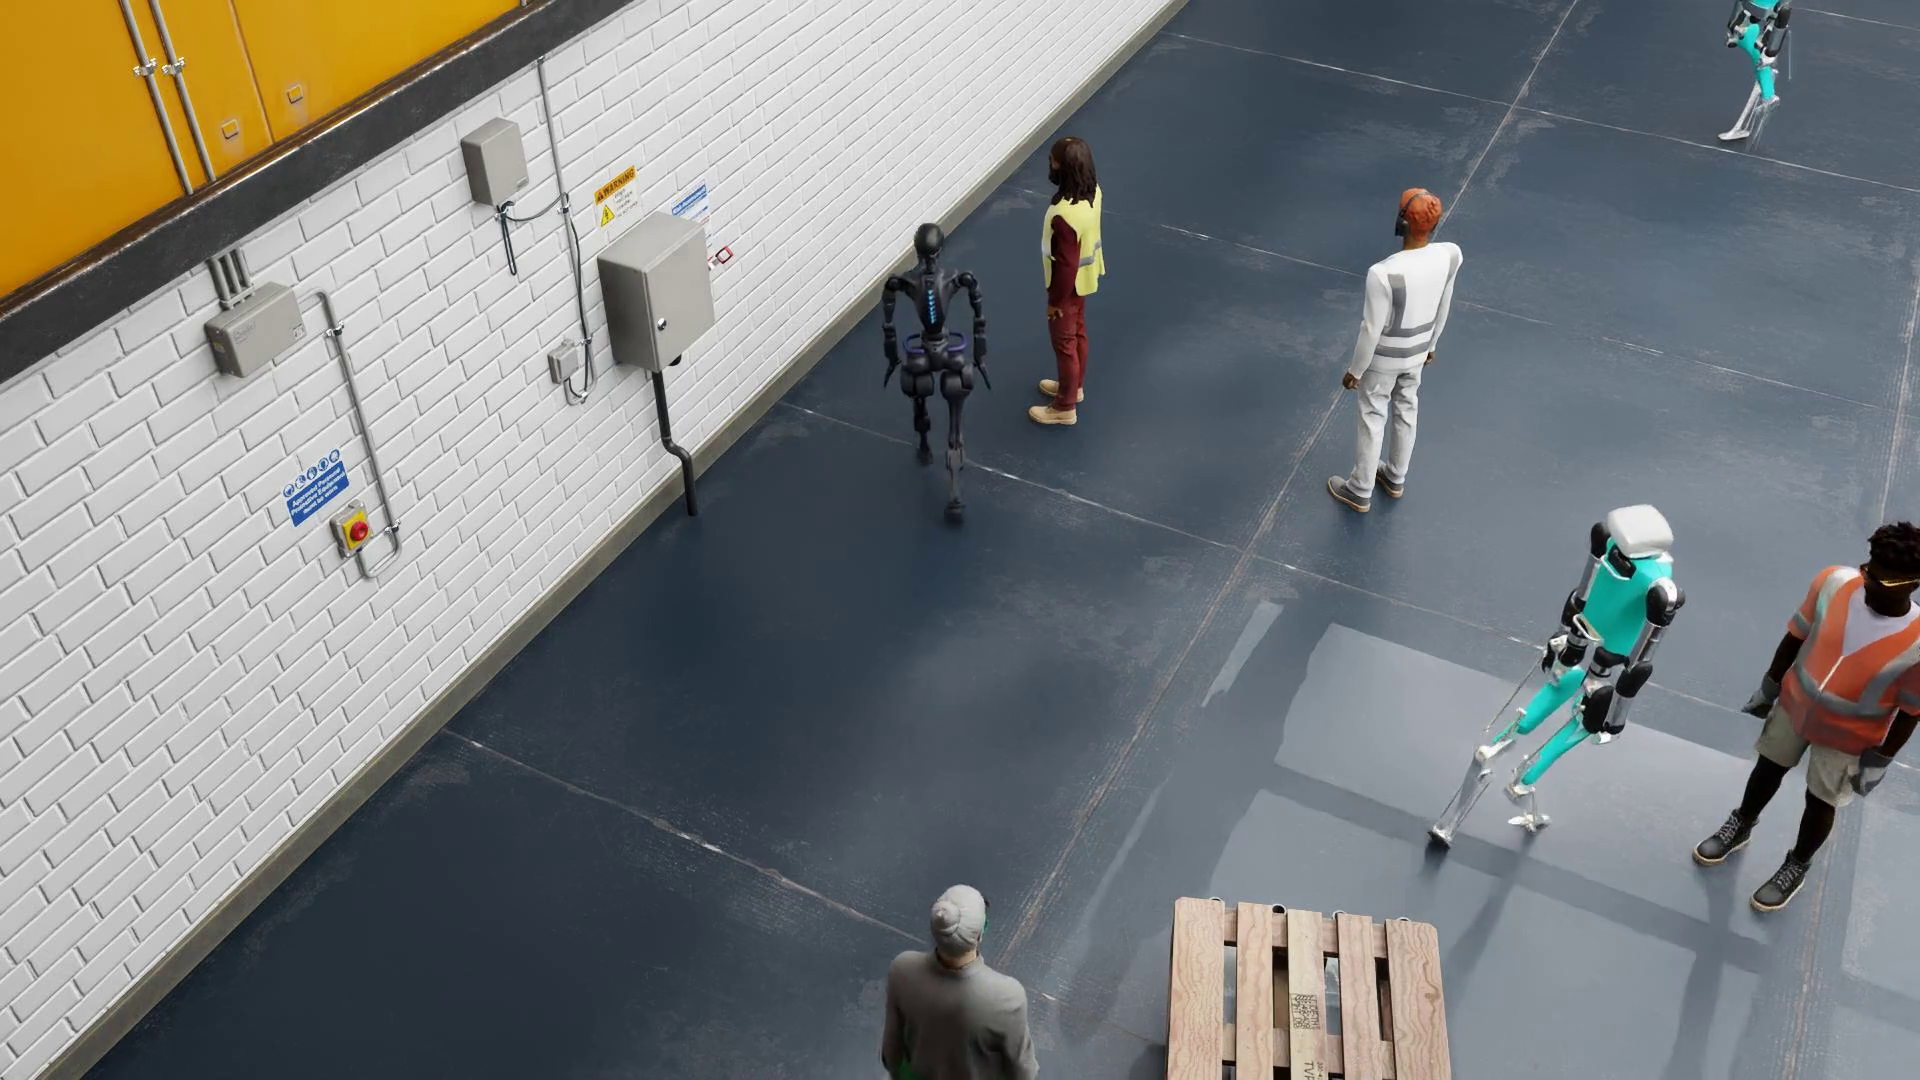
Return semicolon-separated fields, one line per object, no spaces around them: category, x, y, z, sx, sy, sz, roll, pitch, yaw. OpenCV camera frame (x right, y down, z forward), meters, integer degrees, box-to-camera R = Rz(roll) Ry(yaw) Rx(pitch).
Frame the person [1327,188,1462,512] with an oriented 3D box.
person;2.276;-0.973;8.730;0.583;1.882;0.337;-20;44;-21

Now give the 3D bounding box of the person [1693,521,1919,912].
person;3.500;0.717;6.714;0.384;1.963;0.611;-22;45;-23

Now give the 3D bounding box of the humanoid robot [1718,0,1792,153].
humanoid robot;5.845;-3.583;11.950;0.708;1.895;0.539;-10;42;-12

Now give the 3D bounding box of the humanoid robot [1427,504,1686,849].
humanoid robot;2.392;0.668;6.992;0.869;1.834;0.555;-9;42;-10

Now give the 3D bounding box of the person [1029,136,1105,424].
person;0.615;-1.447;9.367;0.369;1.768;0.476;11;42;12

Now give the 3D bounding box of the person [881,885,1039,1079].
person;-0.017;1.802;5.557;0.523;1.819;0.683;16;43;18

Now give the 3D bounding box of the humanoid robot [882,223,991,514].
humanoid robot;-0.129;-0.933;8.885;0.586;1.629;0.775;0;41;-1
